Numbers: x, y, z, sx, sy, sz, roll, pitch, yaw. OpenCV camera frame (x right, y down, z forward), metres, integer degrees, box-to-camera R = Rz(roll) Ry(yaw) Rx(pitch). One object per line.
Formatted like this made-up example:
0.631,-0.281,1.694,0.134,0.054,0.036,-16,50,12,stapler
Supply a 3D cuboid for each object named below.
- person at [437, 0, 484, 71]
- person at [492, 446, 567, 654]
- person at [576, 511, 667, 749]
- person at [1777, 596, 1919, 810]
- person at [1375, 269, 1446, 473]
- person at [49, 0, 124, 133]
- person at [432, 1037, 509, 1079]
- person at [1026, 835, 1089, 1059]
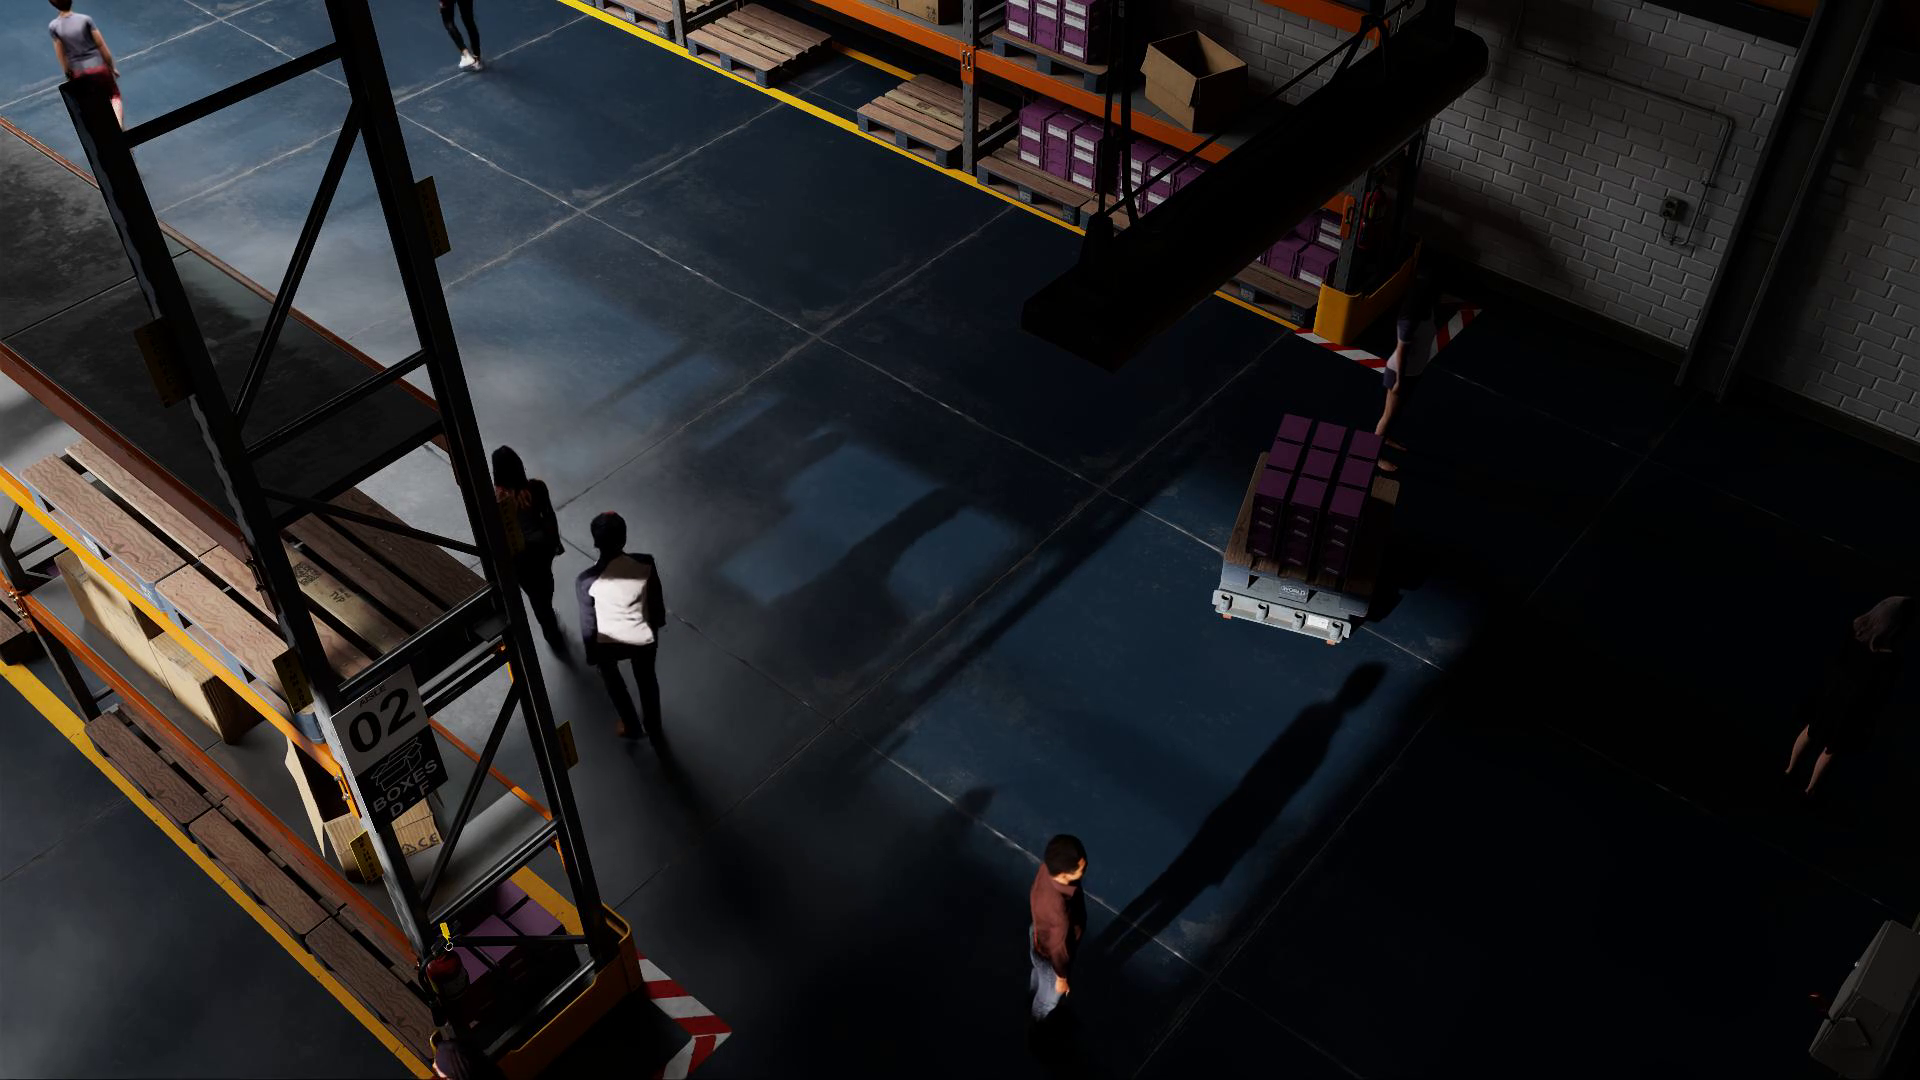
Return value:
-5.055,-5.520,16.803,0.649,1.690,0.639,-31,52,-29,person
-2.785,0.118,10.895,0.724,1.675,0.882,-26,49,-25,person
-2.022,0.646,10.192,0.816,1.880,0.796,-21,47,-20,person
5.316,0.969,9.950,0.754,1.747,0.661,-13,45,-14,person
3.324,-1.292,12.353,0.561,1.706,0.626,23,48,22,person
-8.163,-4.362,15.621,0.749,1.644,0.802,-17,46,-17,person
-2.112,2.903,7.912,1.153,1.757,1.092,-3,44,-3,person
0.480,2.123,8.716,0.737,1.778,0.703,0,44,0,person
